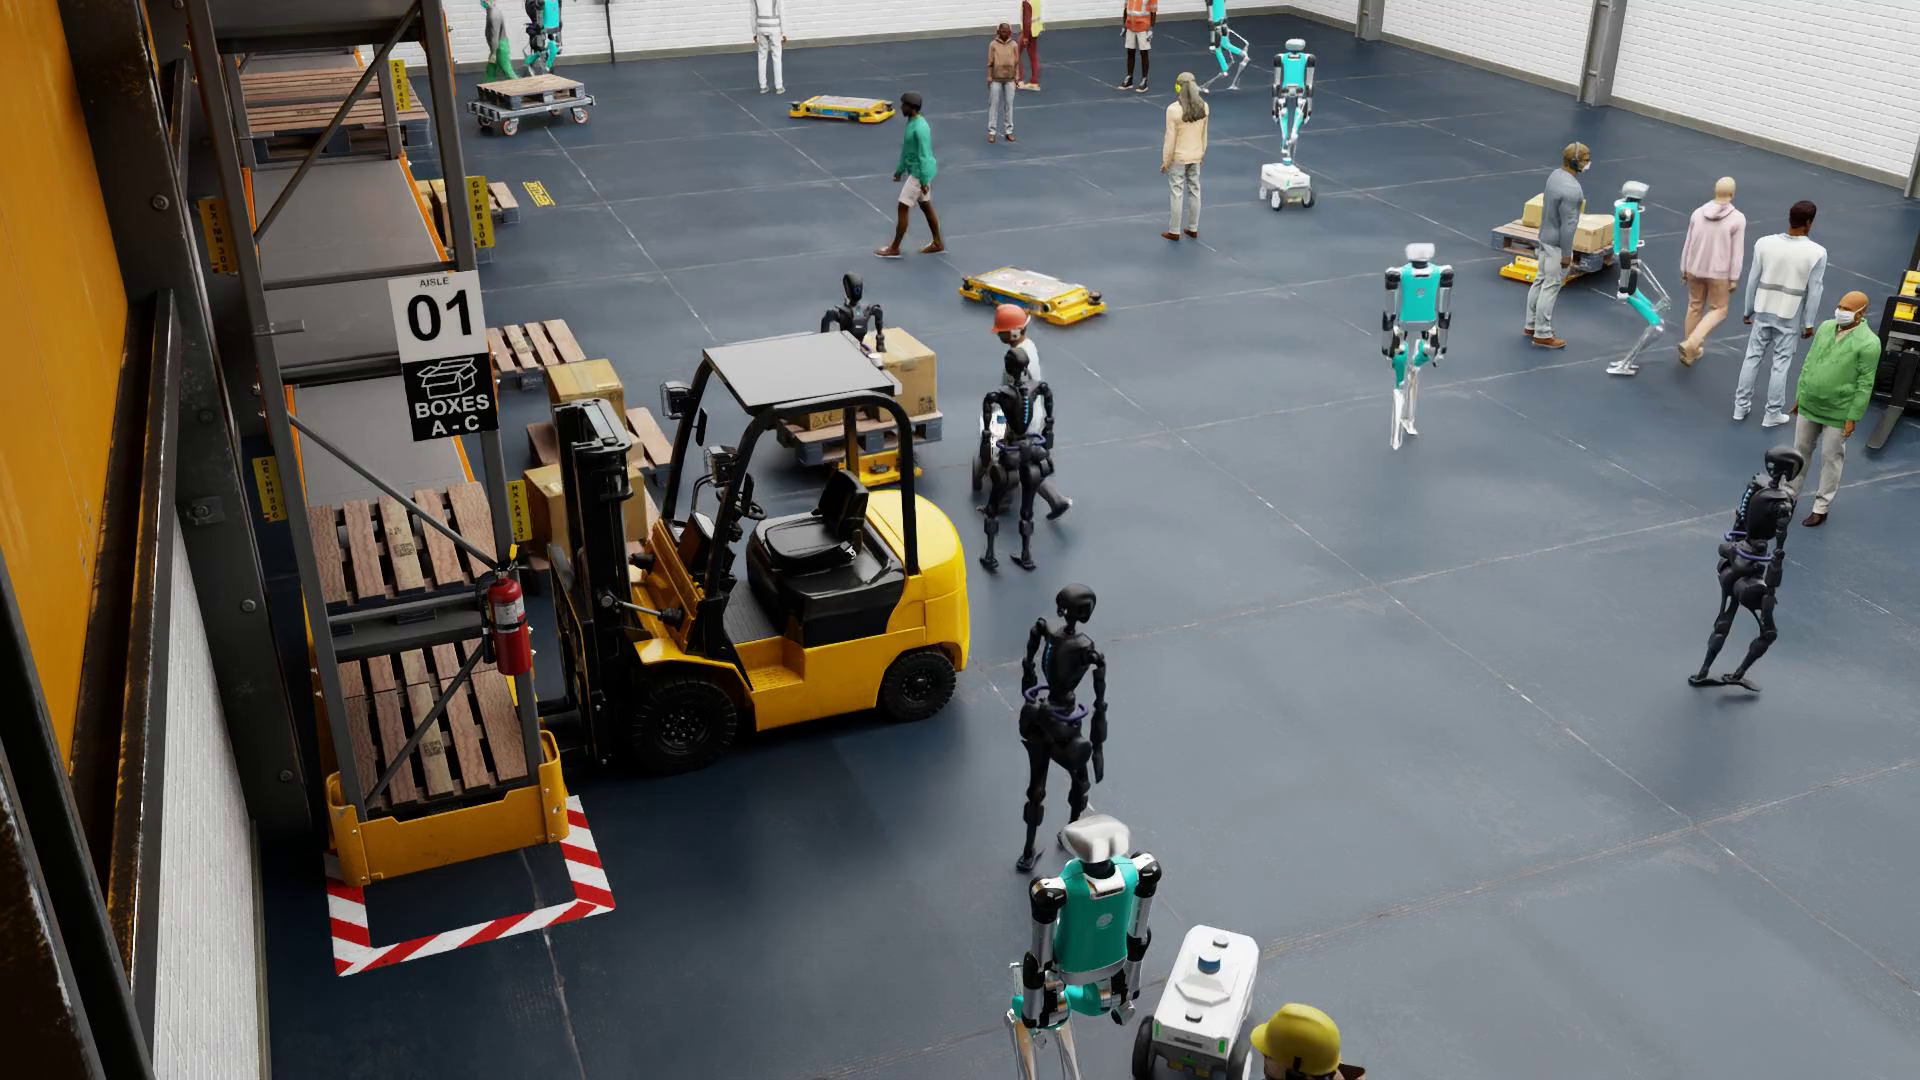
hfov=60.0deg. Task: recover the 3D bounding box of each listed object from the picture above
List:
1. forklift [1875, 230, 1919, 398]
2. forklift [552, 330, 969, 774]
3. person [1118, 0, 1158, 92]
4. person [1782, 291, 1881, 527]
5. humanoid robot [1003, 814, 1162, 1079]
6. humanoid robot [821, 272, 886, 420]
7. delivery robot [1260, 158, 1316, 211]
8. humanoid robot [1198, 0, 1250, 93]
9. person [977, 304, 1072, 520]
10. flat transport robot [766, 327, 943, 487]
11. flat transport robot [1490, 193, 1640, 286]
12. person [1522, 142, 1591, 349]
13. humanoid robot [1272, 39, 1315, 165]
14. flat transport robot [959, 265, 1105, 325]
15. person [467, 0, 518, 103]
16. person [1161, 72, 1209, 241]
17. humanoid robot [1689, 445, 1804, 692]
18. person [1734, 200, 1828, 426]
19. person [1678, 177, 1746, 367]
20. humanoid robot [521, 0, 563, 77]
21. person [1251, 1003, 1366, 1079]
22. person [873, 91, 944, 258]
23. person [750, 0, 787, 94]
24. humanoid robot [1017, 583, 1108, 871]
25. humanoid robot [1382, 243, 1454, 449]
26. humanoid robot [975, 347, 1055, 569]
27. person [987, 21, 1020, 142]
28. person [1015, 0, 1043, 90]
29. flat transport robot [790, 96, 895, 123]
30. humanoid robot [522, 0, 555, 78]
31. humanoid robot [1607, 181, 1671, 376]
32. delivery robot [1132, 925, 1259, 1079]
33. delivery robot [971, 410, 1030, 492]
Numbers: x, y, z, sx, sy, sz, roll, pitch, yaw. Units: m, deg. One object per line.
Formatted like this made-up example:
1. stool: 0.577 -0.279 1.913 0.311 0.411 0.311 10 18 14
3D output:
1. forklift: 9.029 -2.397 14.618 1.214 2.155 2.313 18 32 32
2. forklift: -1.094 0.010 9.831 2.313 2.155 1.214 -10 28 -20
3. person: 2.800 -8.066 26.143 0.604 1.966 0.368 19 32 33
4. person: 6.387 -0.974 12.240 0.384 1.784 0.537 -14 30 -25
5. humanoid robot: 0.419 1.722 6.776 0.533 1.681 0.735 -10 28 -20
6. humanoid robot: -0.837 -1.334 13.118 0.601 1.620 0.778 -13 30 -24
7. delivery robot: 3.983 -4.363 20.330 0.499 0.579 0.753 -8 28 -16
8. humanoid robot: 4.154 -7.705 25.701 0.973 1.748 0.531 18 32 32
9. person: 0.488 -0.909 12.184 0.667 1.719 0.605 3 27 6
10. flat transport robot: -0.903 -0.791 13.561 0.659 0.231 1.431 -13 29 -23
11. flat transport robot: 6.511 -3.027 18.009 1.431 0.231 0.659 -23 35 -38
12. person: 5.624 -2.781 15.661 0.352 1.937 0.634 1 27 1
13. humanoid robot: 4.206 -5.432 21.248 0.552 1.772 1.065 7 27 13
14. flat transport robot: 0.724 -2.506 16.971 1.431 0.231 0.659 23 35 38
15. person: -7.012 -7.411 25.033 0.956 1.796 0.556 -7 27 -13
16. person: 2.540 -4.320 18.797 0.555 1.876 0.403 -11 29 -21
17. humanoid robot: 4.783 0.174 10.075 0.377 1.652 0.609 0 27 0
18. person: 6.847 -1.887 13.913 0.392 1.913 0.587 -24 35 -39
19. person: 6.798 -2.415 15.113 0.643 1.765 0.546 -22 34 -36
20. humanoid robot: -6.402 -7.583 25.454 0.805 1.796 0.547 14 30 25
21. person: 1.129 2.316 5.602 0.419 1.868 0.808 6 27 13
22. person: -0.577 -3.988 18.202 0.907 1.813 0.513 -3 27 -6
23. person: -2.988 -7.939 25.997 0.566 1.878 0.354 6 27 12
24. humanoid robot: 0.521 0.938 8.576 0.557 1.635 0.613 -22 34 -37
25. humanoid robot: 3.657 -1.626 13.604 0.586 1.786 0.798 2 27 4
26. humanoid robot: 0.391 -0.573 11.551 0.585 1.646 0.396 -11 29 -21
27. person: 0.598 -6.385 23.148 0.460 1.647 0.332 -4 27 -8
28. person: 0.988 -7.986 26.216 0.627 1.752 0.495 10 28 19
29. flat transport robot: -1.748 -6.404 24.725 1.431 0.231 0.659 9 28 18
30. humanoid robot: -6.761 -8.029 26.465 0.782 1.643 0.588 -11 29 -22
31. humanoid robot: 6.142 -2.325 14.928 0.711 1.750 0.533 10 28 19
32. delivery robot: 1.098 2.114 7.478 0.499 0.607 0.790 10 28 19
33. delivery robot: 0.336 -0.729 13.110 0.499 0.586 0.783 0 27 -1
